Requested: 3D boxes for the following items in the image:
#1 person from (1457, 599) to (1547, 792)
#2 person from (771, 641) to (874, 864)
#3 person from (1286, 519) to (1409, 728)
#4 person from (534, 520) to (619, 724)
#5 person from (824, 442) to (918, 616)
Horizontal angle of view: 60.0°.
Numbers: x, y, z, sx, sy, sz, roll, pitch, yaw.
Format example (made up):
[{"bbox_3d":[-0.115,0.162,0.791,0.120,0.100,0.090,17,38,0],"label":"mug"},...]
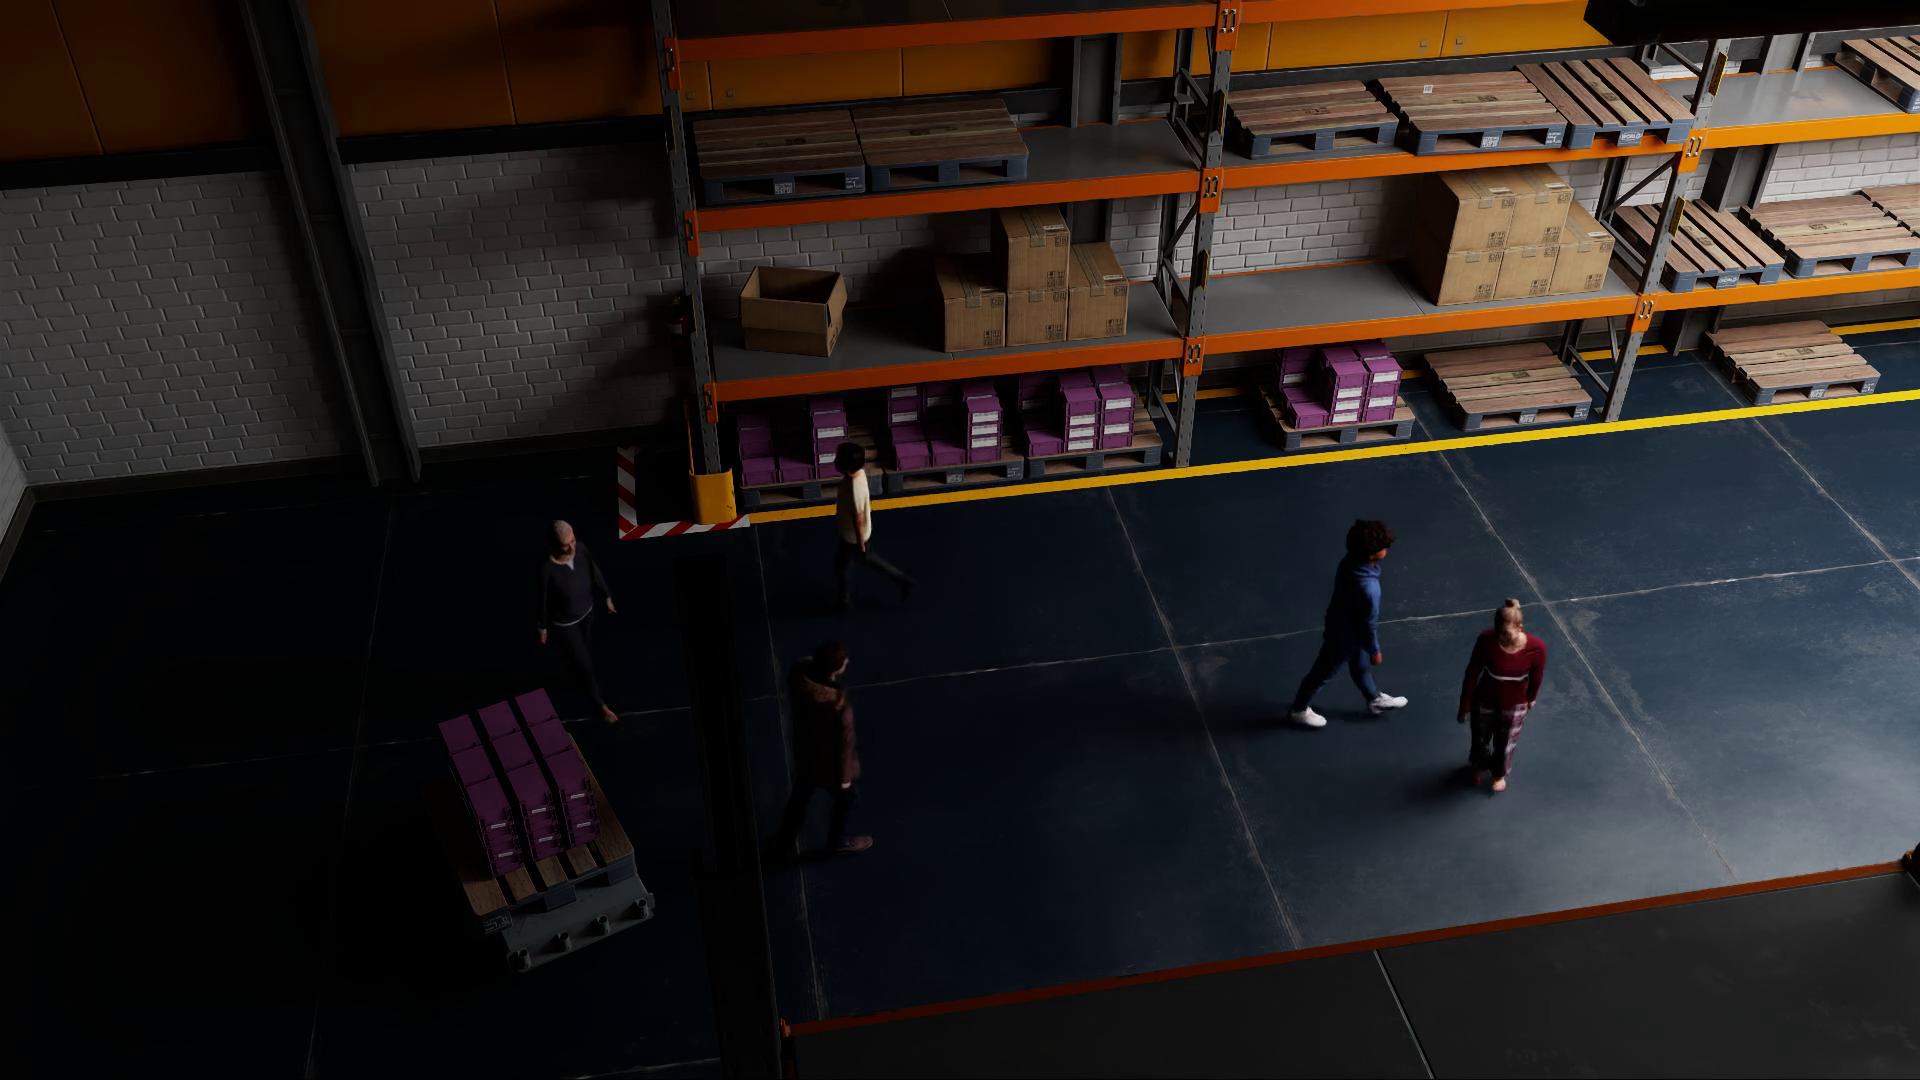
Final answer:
[{"bbox_3d":[3.594,1.016,11.013,0.733,1.678,0.830,3,39,4],"label":"person"},{"bbox_3d":[-0.909,1.368,10.466,0.972,1.811,1.015,30,48,32],"label":"person"},{"bbox_3d":[2.576,0.616,11.439,1.172,1.772,0.881,3,39,4],"label":"person"},{"bbox_3d":[-2.783,0.488,11.659,1.054,1.698,0.995,21,43,24],"label":"person"},{"bbox_3d":[-0.708,-0.057,12.448,0.986,1.565,0.691,0,39,0],"label":"person"}]
